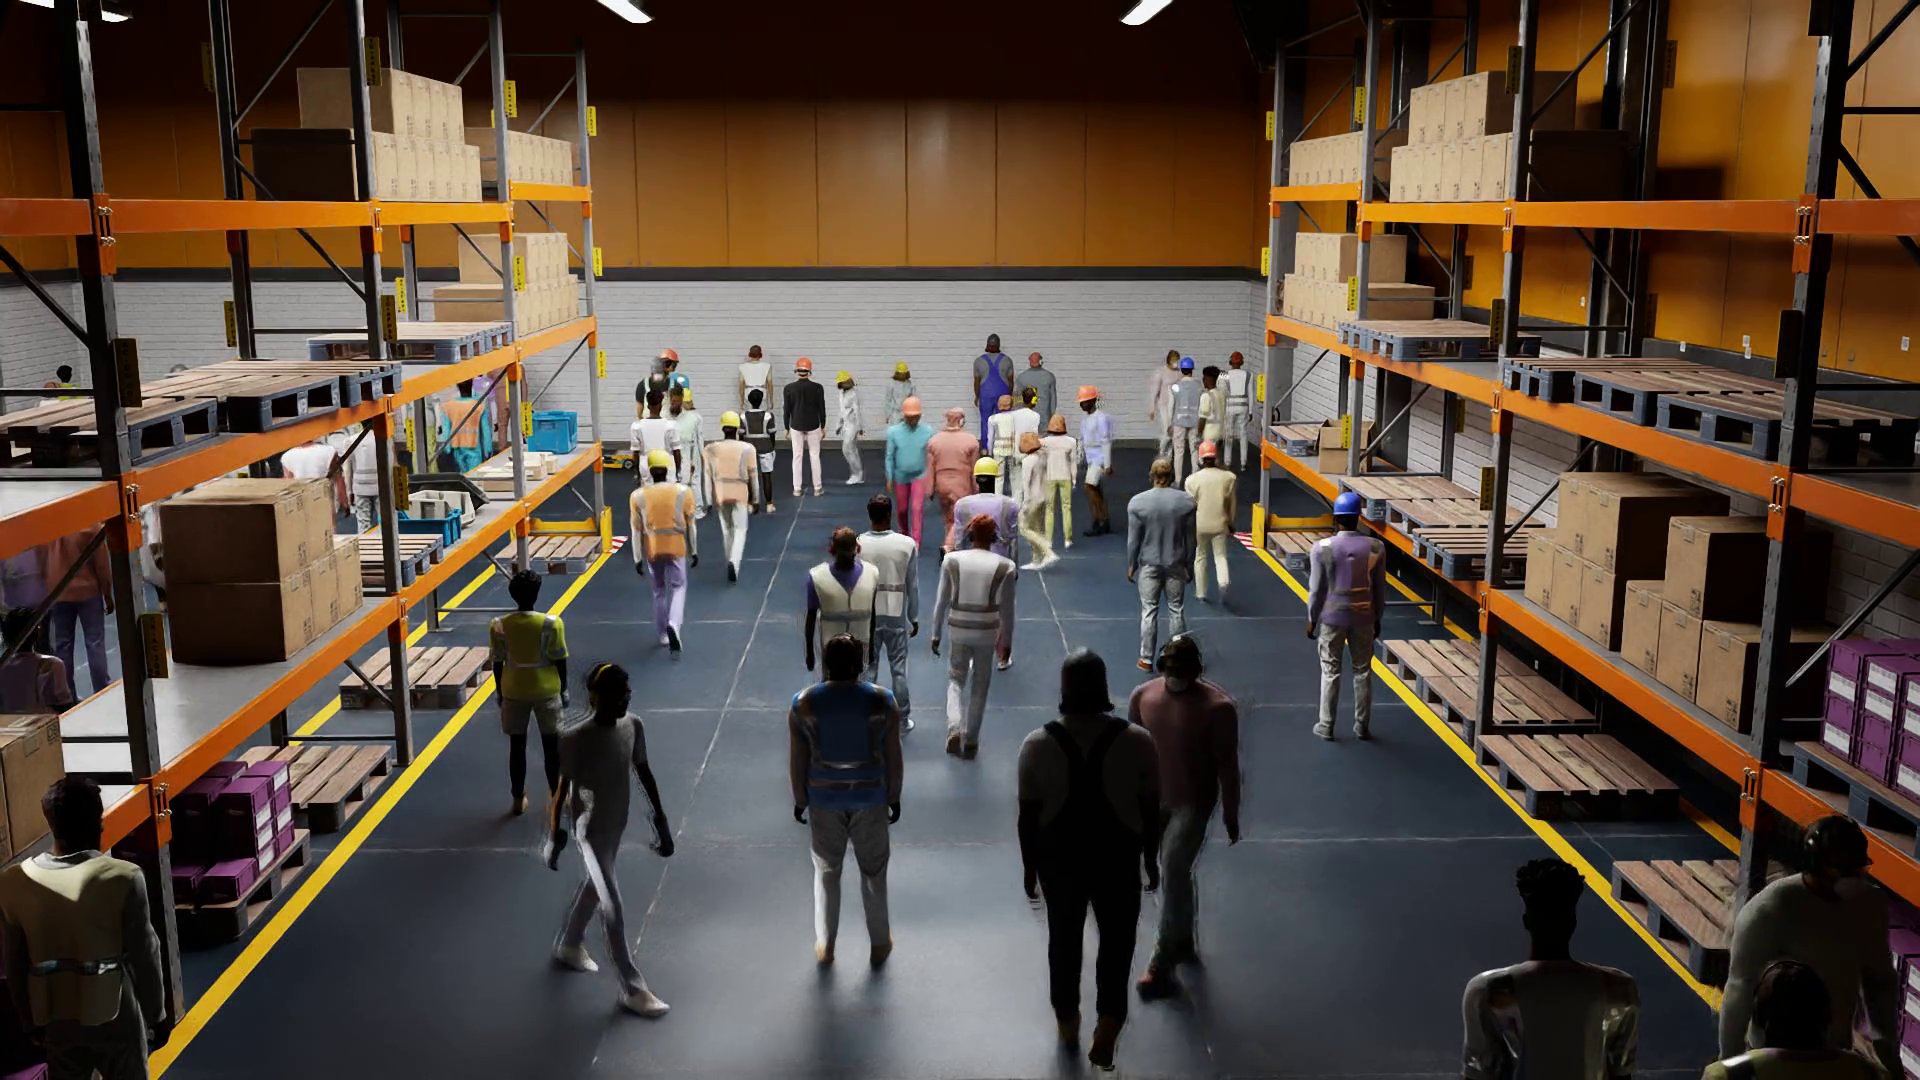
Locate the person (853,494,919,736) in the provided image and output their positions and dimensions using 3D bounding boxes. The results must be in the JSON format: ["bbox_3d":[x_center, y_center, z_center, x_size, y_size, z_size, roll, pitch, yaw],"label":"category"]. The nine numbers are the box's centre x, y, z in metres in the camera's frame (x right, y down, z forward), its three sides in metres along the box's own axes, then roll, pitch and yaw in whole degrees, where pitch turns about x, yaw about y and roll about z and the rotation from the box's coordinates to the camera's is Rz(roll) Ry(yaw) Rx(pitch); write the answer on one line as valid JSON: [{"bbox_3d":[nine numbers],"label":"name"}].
[{"bbox_3d":[-0.609,0.596,12.966,0.587,1.914,0.391,0,11,-1],"label":"person"}]

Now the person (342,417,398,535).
[{"bbox_3d":[-6.584,-0.556,18.677,0.602,1.940,0.402,0,11,-1],"label":"person"}]

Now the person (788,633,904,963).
[{"bbox_3d":[-0.614,1.409,9.084,0.619,1.839,0.430,0,11,-1],"label":"person"}]

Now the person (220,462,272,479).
[{"bbox_3d":[-7.688,-0.331,18.033,0.560,1.744,0.338,0,11,-1],"label":"person"}]

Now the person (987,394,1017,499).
[{"bbox_3d":[0.622,-1.139,22.358,0.512,1.638,0.312,0,11,-1],"label":"person"}]

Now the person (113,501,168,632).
[{"bbox_3d":[-8.121,-0.063,16.437,0.581,1.853,0.842,2,11,8],"label":"person"}]

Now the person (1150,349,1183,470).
[{"bbox_3d":[3.323,-2.036,26.139,0.655,1.916,0.488,-6,13,-28],"label":"person"}]

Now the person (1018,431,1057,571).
[{"bbox_3d":[0.863,-0.424,18.821,0.408,1.614,0.528,5,12,22],"label":"person"}]

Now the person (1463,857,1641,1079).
[{"bbox_3d":[1.974,2.029,5.661,0.600,1.959,0.375,0,11,-1],"label":"person"}]

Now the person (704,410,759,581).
[{"bbox_3d":[-2.534,-0.485,18.426,0.592,1.903,0.779,0,11,2],"label":"person"}]

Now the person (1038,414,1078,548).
[{"bbox_3d":[1.183,-0.714,20.237,0.497,1.634,0.279,0,11,-1],"label":"person"}]

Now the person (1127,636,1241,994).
[{"bbox_3d":[1.090,1.430,8.801,0.679,1.900,0.843,10,15,40],"label":"person"}]

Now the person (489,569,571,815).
[{"bbox_3d":[-2.908,1.037,11.296,0.529,1.697,0.321,0,11,-1],"label":"person"}]

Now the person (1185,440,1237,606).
[{"bbox_3d":[2.595,-0.164,17.221,0.578,1.734,0.609,-1,11,-5],"label":"person"}]

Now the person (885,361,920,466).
[{"bbox_3d":[-0.907,-1.966,26.279,0.501,1.725,0.439,-4,12,-21],"label":"person"}]

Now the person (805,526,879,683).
[{"bbox_3d":[-0.898,0.759,12.413,0.569,1.817,0.792,-5,12,-22],"label":"person"}]

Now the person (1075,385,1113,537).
[{"bbox_3d":[1.662,-0.997,20.964,0.618,1.902,0.561,-3,12,-17],"label":"person"}]

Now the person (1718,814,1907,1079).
[{"bbox_3d":[3.199,1.930,6.257,0.649,1.919,0.500,-4,12,-21],"label":"person"}]

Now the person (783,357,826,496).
[{"bbox_3d":[-2.224,-1.625,23.892,0.608,1.996,0.381,0,11,-1],"label":"person"}]

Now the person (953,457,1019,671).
[{"bbox_3d":[0.234,0.221,14.830,0.584,1.919,0.382,0,11,-1],"label":"person"}]

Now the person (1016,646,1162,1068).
[{"bbox_3d":[0.616,1.519,8.014,0.702,2.000,0.782,2,11,9],"label":"person"}]

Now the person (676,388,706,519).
[{"bbox_3d":[-3.638,-1.146,22.125,0.483,1.745,0.301,0,11,-1],"label":"person"}]

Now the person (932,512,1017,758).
[{"bbox_3d":[0.109,0.728,12.425,0.628,1.863,0.498,2,11,8],"label":"person"}]

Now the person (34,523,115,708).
[{"bbox_3d":[-7.214,0.431,13.581,0.608,1.996,0.381,0,11,-1],"label":"person"}]

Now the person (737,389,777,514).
[{"bbox_3d":[-2.738,-1.195,22.486,0.529,1.697,0.321,0,11,-1],"label":"person"}]

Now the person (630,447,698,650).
[{"bbox_3d":[-2.757,0.095,15.490,0.612,1.909,0.672,-1,11,-5],"label":"person"}]

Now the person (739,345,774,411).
[{"bbox_3d":[-3.404,-2.338,27.839,0.563,1.847,0.389,0,11,-1],"label":"person"}]

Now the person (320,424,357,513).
[{"bbox_3d":[-8.395,-1.225,22.521,0.483,1.745,0.301,0,11,-1],"label":"person"}]

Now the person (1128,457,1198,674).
[{"bbox_3d":[1.786,0.230,14.748,0.627,1.935,0.371,0,11,-1],"label":"person"}]

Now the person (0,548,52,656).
[{"bbox_3d":[-7.609,0.477,13.563,0.405,1.908,0.596,8,14,36],"label":"person"}]

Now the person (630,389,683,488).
[{"bbox_3d":[-3.632,-0.830,19.977,0.600,1.967,0.368,0,11,-1],"label":"person"}]

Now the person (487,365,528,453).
[{"bbox_3d":[-7.418,-2.275,27.373,0.636,1.911,0.404,0,11,-1],"label":"person"}]

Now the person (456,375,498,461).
[{"bbox_3d":[-7.234,-1.807,25.000,0.584,1.919,0.382,0,11,-1],"label":"person"}]

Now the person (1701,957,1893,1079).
[{"bbox_3d":[2.540,2.184,5.199,0.619,1.839,0.430,0,11,-1],"label":"person"}]

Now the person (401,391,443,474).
[{"bbox_3d":[-7.983,-1.748,24.704,0.584,1.919,0.382,0,11,-1],"label":"person"}]

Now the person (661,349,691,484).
[{"bbox_3d":[-4.288,-1.807,24.710,0.605,2.036,0.393,0,11,-1],"label":"person"}]

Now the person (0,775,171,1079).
[{"bbox_3d":[-3.441,1.871,6.574,0.587,1.914,0.391,0,11,-1],"label":"person"}]

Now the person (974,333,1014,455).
[{"bbox_3d":[0.560,-2.443,27.881,0.672,2.000,0.536,0,11,-1],"label":"person"}]

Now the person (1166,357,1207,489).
[{"bbox_3d":[3.332,-1.709,24.457,0.602,1.940,0.402,0,11,-1],"label":"person"}]

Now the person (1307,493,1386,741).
[{"bbox_3d":[2.984,0.601,12.875,0.602,1.940,0.402,0,11,-1],"label":"person"}]

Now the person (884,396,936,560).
[{"bbox_3d":[-0.591,-0.786,19.827,0.637,1.947,0.892,-1,11,-3],"label":"person"}]

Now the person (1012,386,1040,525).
[{"bbox_3d":[0.845,-1.047,21.357,0.536,1.853,0.414,11,15,43],"label":"person"}]

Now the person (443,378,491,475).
[{"bbox_3d":[-6.607,-1.250,22.298,0.602,1.893,0.798,0,11,0],"label":"person"}]

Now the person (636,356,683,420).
[{"bbox_3d":[-4.412,-1.771,24.515,0.685,2.000,0.915,-1,11,-4],"label":"person"}]

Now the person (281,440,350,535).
[{"bbox_3d":[-6.931,-0.361,17.858,0.641,1.877,0.767,-1,11,-4],"label":"person"}]

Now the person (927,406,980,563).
[{"bbox_3d":[-0.086,-0.579,18.975,0.661,1.877,0.792,5,12,24],"label":"person"}]

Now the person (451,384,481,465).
[{"bbox_3d":[-7.025,-1.532,23.846,0.561,1.834,0.508,8,14,35],"label":"person"}]

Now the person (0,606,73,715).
[{"bbox_3d":[-5.712,1.242,10.269,0.529,1.697,0.321,0,11,-1],"label":"person"}]

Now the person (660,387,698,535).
[{"bbox_3d":[-3.644,-1.044,21.264,0.616,1.883,0.799,-3,12,-14],"label":"person"}]

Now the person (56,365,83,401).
[{"bbox_3d":[-13.860,-1.871,25.879,0.529,1.697,0.321,0,11,-1],"label":"person"}]

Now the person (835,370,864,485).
[{"bbox_3d":[-1.667,-1.684,24.877,0.499,1.713,0.515,-6,13,-29],"label":"person"}]

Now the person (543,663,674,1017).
[{"bbox_3d":[-1.864,1.502,8.704,0.995,1.816,0.552,8,14,36],"label":"person"}]

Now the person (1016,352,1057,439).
[{"bbox_3d":[1.183,-1.966,25.845,0.636,1.903,0.404,0,11,-1],"label":"person"}]

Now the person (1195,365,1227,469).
[{"bbox_3d":[3.544,-1.477,23.278,0.682,1.944,0.631,7,13,30],"label":"person"}]

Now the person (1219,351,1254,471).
[{"bbox_3d":[4.335,-2.019,26.155,0.572,1.883,0.355,0,11,-1],"label":"person"}]
